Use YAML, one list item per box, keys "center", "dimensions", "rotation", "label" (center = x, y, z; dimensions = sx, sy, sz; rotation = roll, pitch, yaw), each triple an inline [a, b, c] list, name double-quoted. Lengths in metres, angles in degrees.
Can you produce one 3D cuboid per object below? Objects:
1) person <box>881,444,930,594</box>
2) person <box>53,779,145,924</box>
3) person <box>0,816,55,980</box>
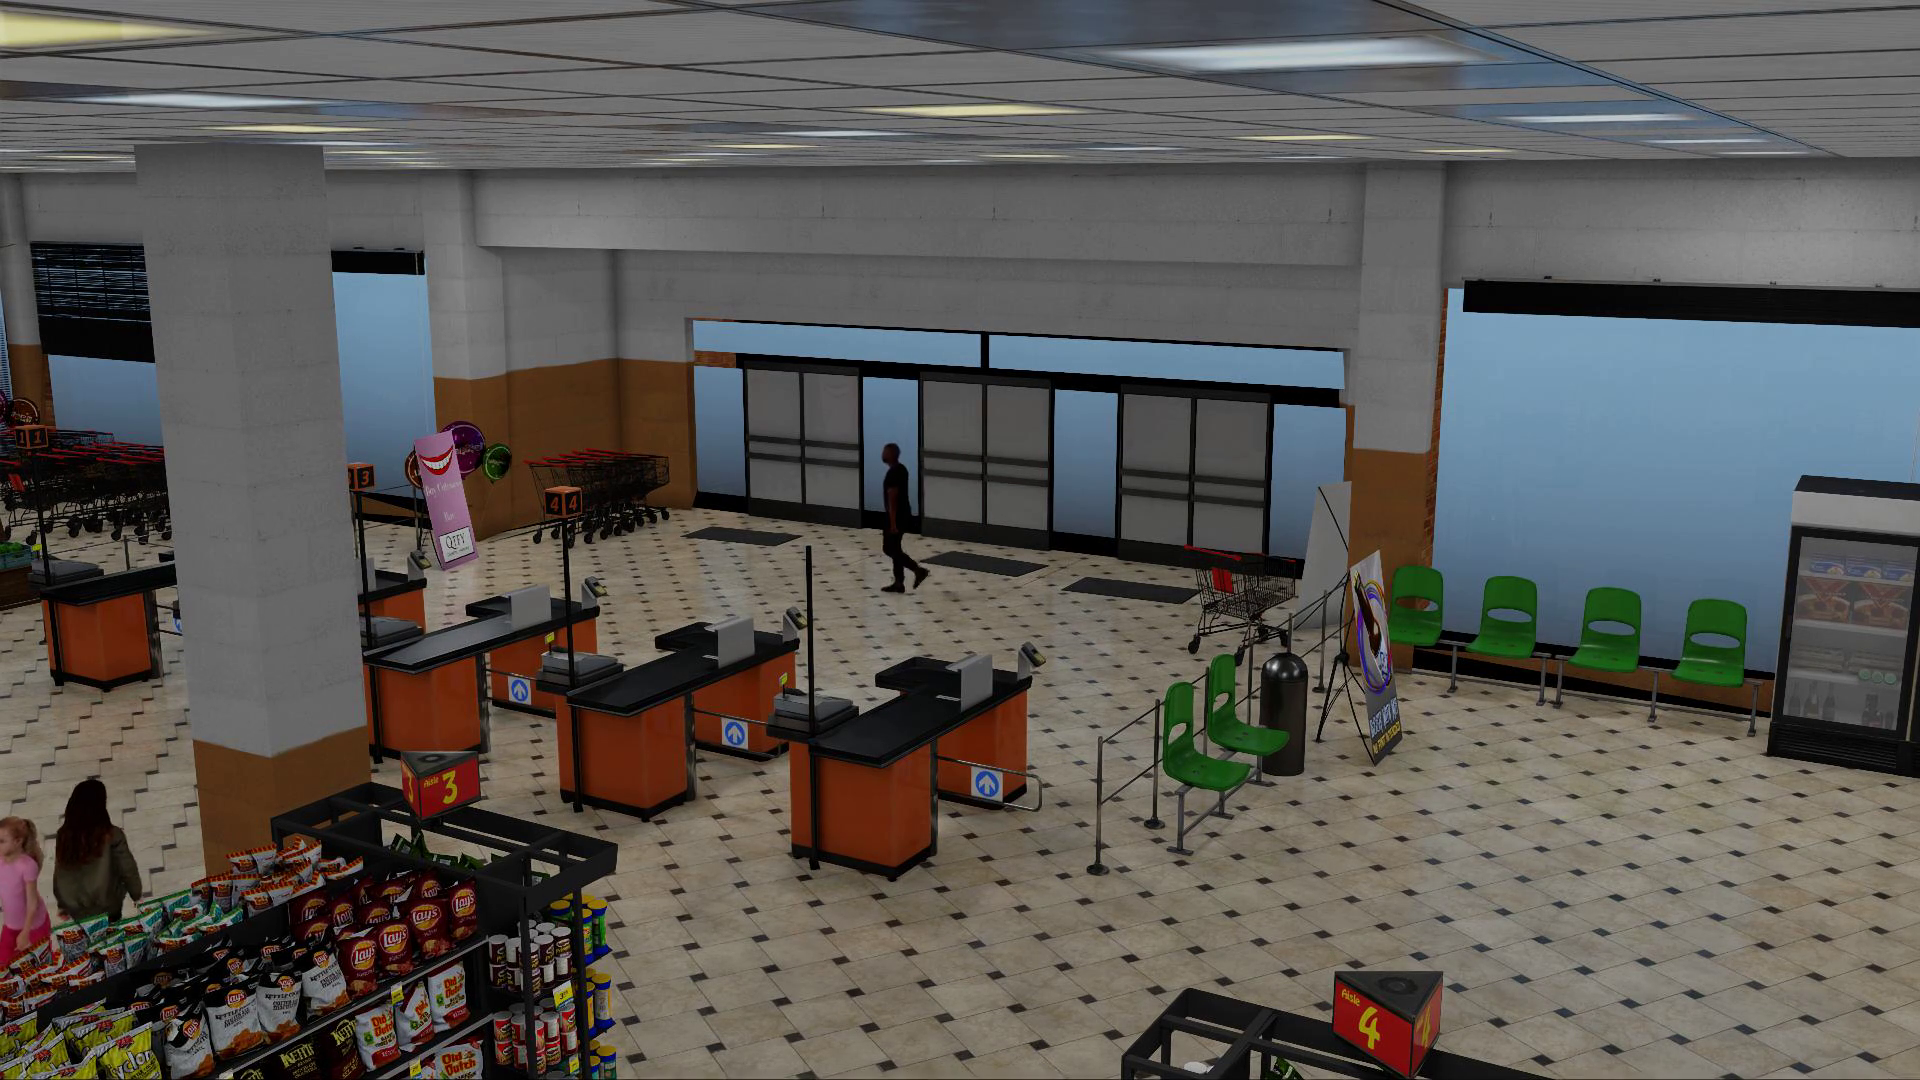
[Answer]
- center: [-0.660, -0.234, 19.689]
  dimensions: [0.864, 1.802, 0.877]
  rotation: [3, 12, 13]
  label: "person"
- center: [-4.940, 2.102, 9.413]
  dimensions: [0.685, 1.465, 0.712]
  rotation: [1, 12, 4]
  label: "person"
- center: [-5.328, 2.179, 9.576]
  dimensions: [0.626, 1.247, 0.860]
  rotation: [3, 12, 13]
  label: "person"
